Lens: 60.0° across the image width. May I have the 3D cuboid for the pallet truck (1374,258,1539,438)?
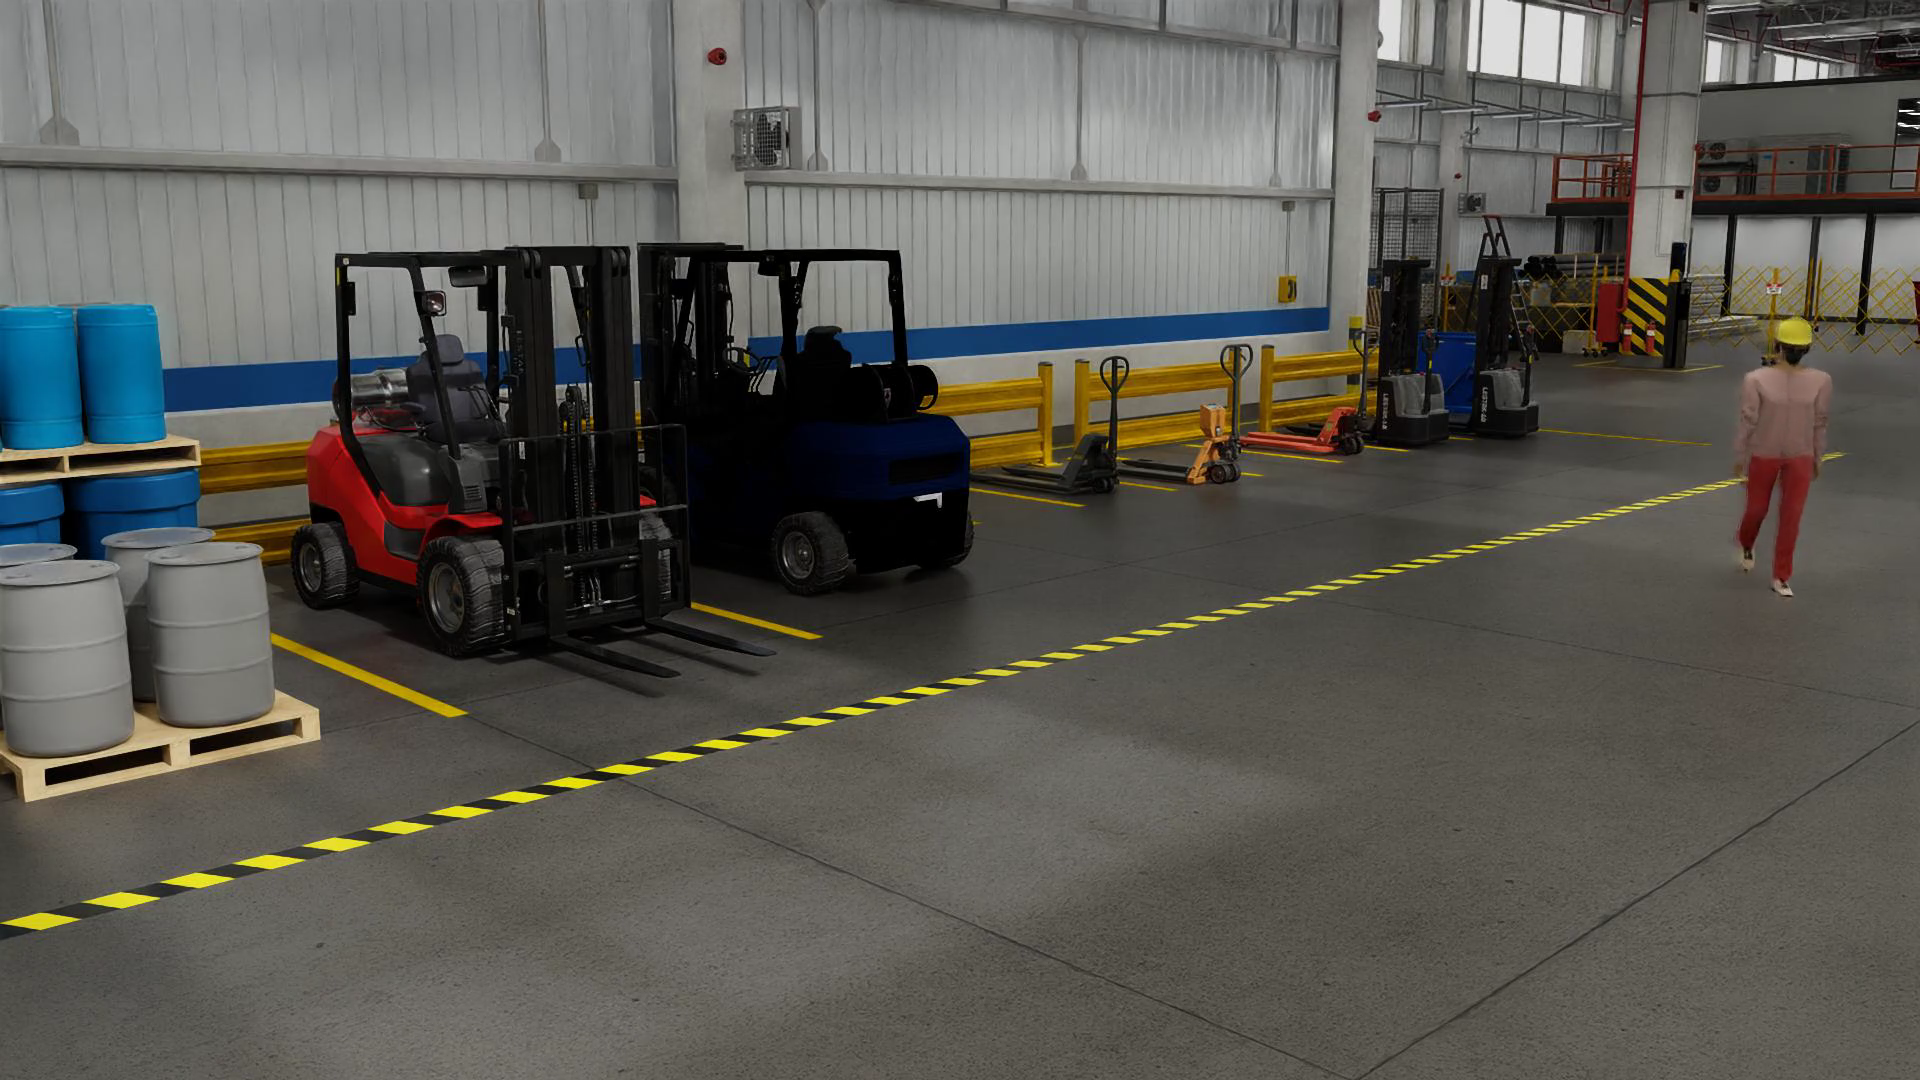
[{"bbox_3d":[5.704,-2.208,18.901,1.885,1.965,0.823,10,14,43],"label":"pallet truck"}]

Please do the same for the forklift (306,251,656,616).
[{"bbox_3d":[-2.833,-0.669,9.694,1.157,1.987,2.680,-10,14,-44],"label":"forklift"}]

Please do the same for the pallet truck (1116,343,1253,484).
[{"bbox_3d":[1.962,-1.215,15.415,1.522,1.261,0.704,10,14,43],"label":"pallet truck"}]

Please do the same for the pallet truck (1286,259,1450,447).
[{"bbox_3d":[4.493,-2.078,18.196,0.823,1.965,1.885,-9,14,-40],"label":"pallet truck"}]

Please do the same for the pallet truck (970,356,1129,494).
[{"bbox_3d":[0.784,-1.085,14.876,0.680,1.201,1.601,-10,14,-44],"label":"pallet truck"}]

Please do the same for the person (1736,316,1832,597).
[{"bbox_3d":[5.195,-0.552,10.547,0.534,1.743,0.678,3,11,14],"label":"person"}]

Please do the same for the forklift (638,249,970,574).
[{"bbox_3d":[-1.173,-0.958,11.239,2.680,1.987,1.157,10,14,43],"label":"forklift"}]

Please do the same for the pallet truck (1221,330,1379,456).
[{"bbox_3d":[3.563,-1.581,17.381,0.653,1.274,1.630,-10,14,-44],"label":"pallet truck"}]
